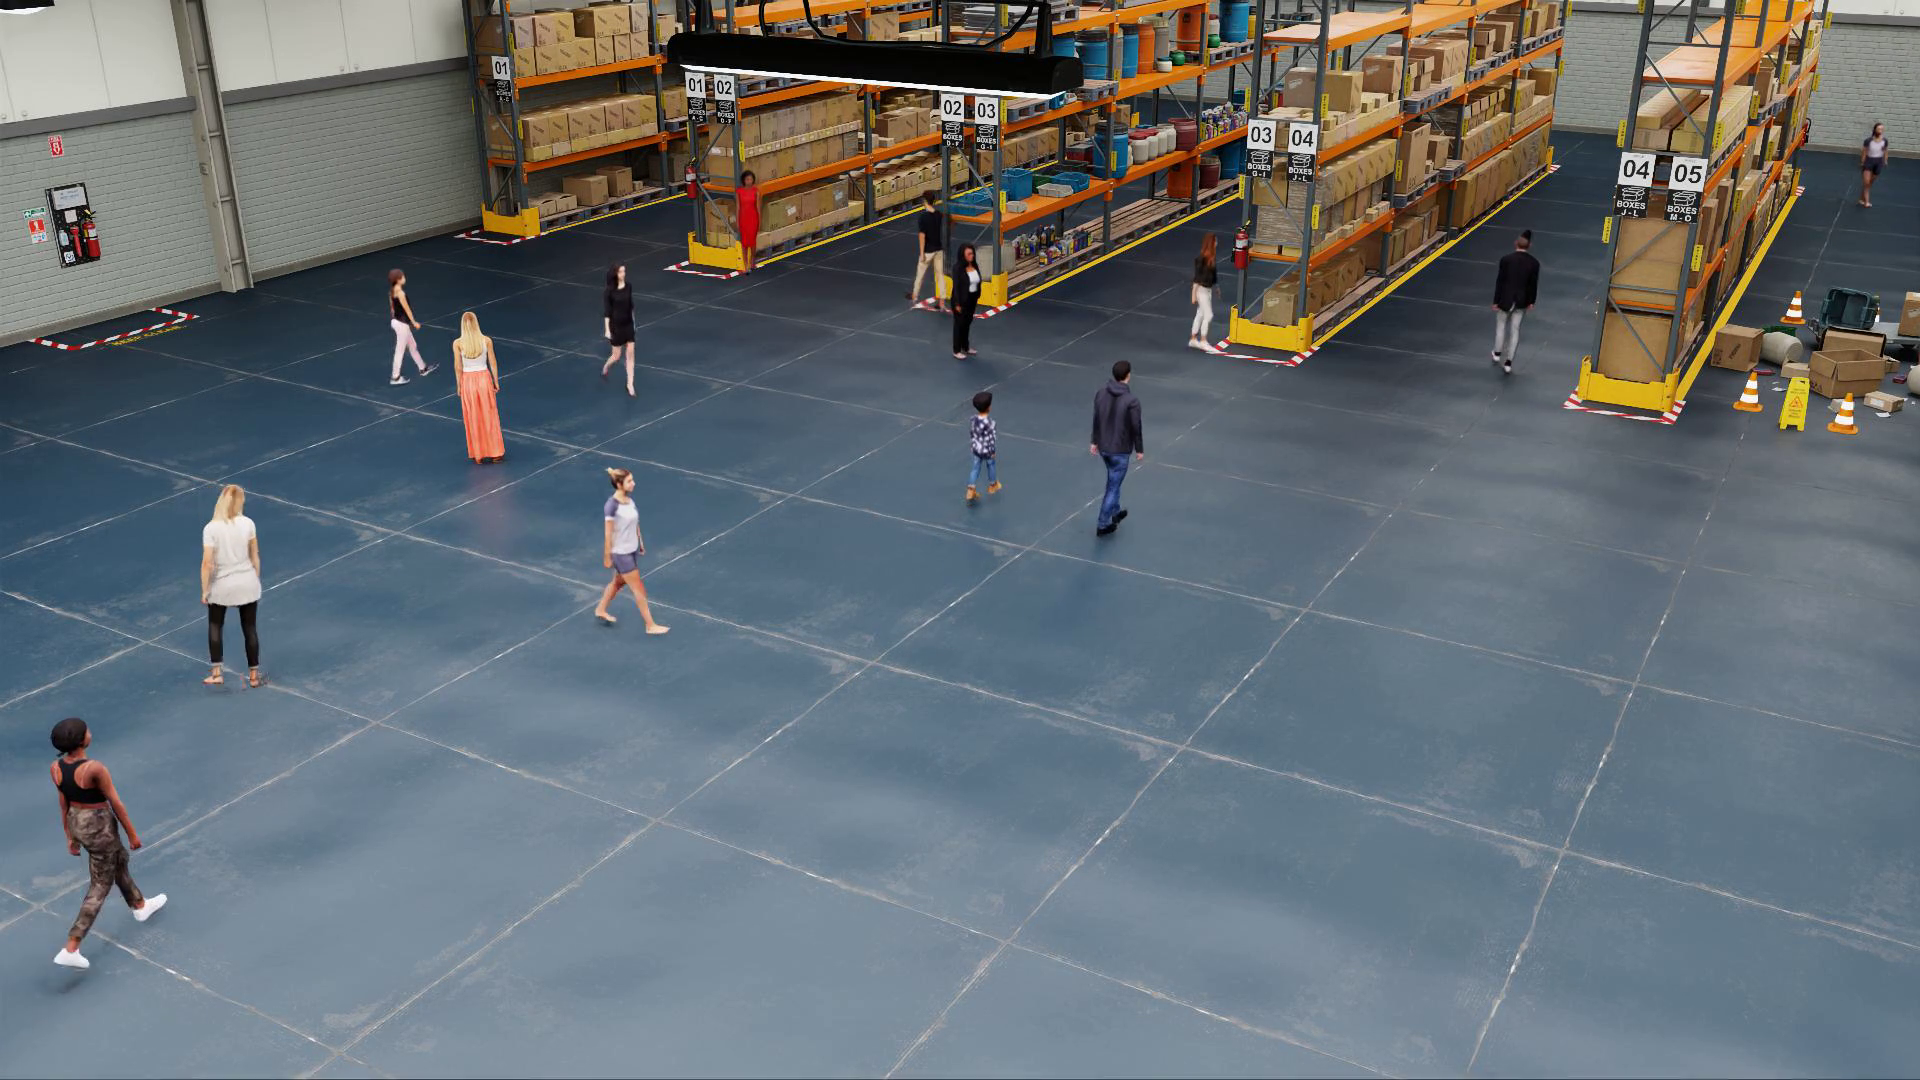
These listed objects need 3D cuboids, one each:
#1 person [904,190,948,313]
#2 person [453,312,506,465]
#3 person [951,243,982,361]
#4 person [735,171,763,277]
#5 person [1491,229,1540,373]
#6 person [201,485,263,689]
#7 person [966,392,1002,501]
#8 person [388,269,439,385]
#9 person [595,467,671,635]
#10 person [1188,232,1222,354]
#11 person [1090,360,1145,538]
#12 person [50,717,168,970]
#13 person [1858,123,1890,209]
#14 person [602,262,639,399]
[{"bbox_3d":[-0.372,-4.391,25.503,1.135,1.812,0.988,-16,28,-33],"label":"person"},{"bbox_3d":[-5.624,-1.775,19.366,0.723,1.801,0.787,-6,24,-15],"label":"person"},{"bbox_3d":[0.055,-3.363,23.338,0.728,1.616,0.588,16,28,33],"label":"person"},{"bbox_3d":[-3.513,-5.283,27.751,1.029,1.695,1.163,-3,23,-7],"label":"person"},{"bbox_3d":[7.558,-3.235,22.647,0.934,1.921,1.117,4,23,9],"label":"person"},{"bbox_3d":[-6.196,0.420,14.207,0.932,1.798,0.748,21,31,40],"label":"person"},{"bbox_3d":[0.223,-1.012,18.306,0.499,1.226,0.820,14,27,29],"label":"person"},{"bbox_3d":[-7.504,-2.817,22.163,1.004,1.531,0.762,-16,28,-32],"label":"person"},{"bbox_3d":[-3.147,0.107,15.221,0.815,1.581,1.022,6,24,14],"label":"person"},{"bbox_3d":[3.394,-3.541,23.662,0.708,1.689,0.654,15,27,32],"label":"person"},{"bbox_3d":[1.553,-0.910,17.254,0.778,1.862,0.940,19,29,37],"label":"person"},{"bbox_3d":[-5.640,1.967,10.747,0.741,1.660,1.225,8,24,17],"label":"person"},{"bbox_3d":[17.932,-7.363,32.752,0.898,1.609,1.109,1,23,3],"label":"person"},{"bbox_3d":[-4.460,-2.748,21.667,0.894,1.791,0.817,-21,31,-40],"label":"person"}]
